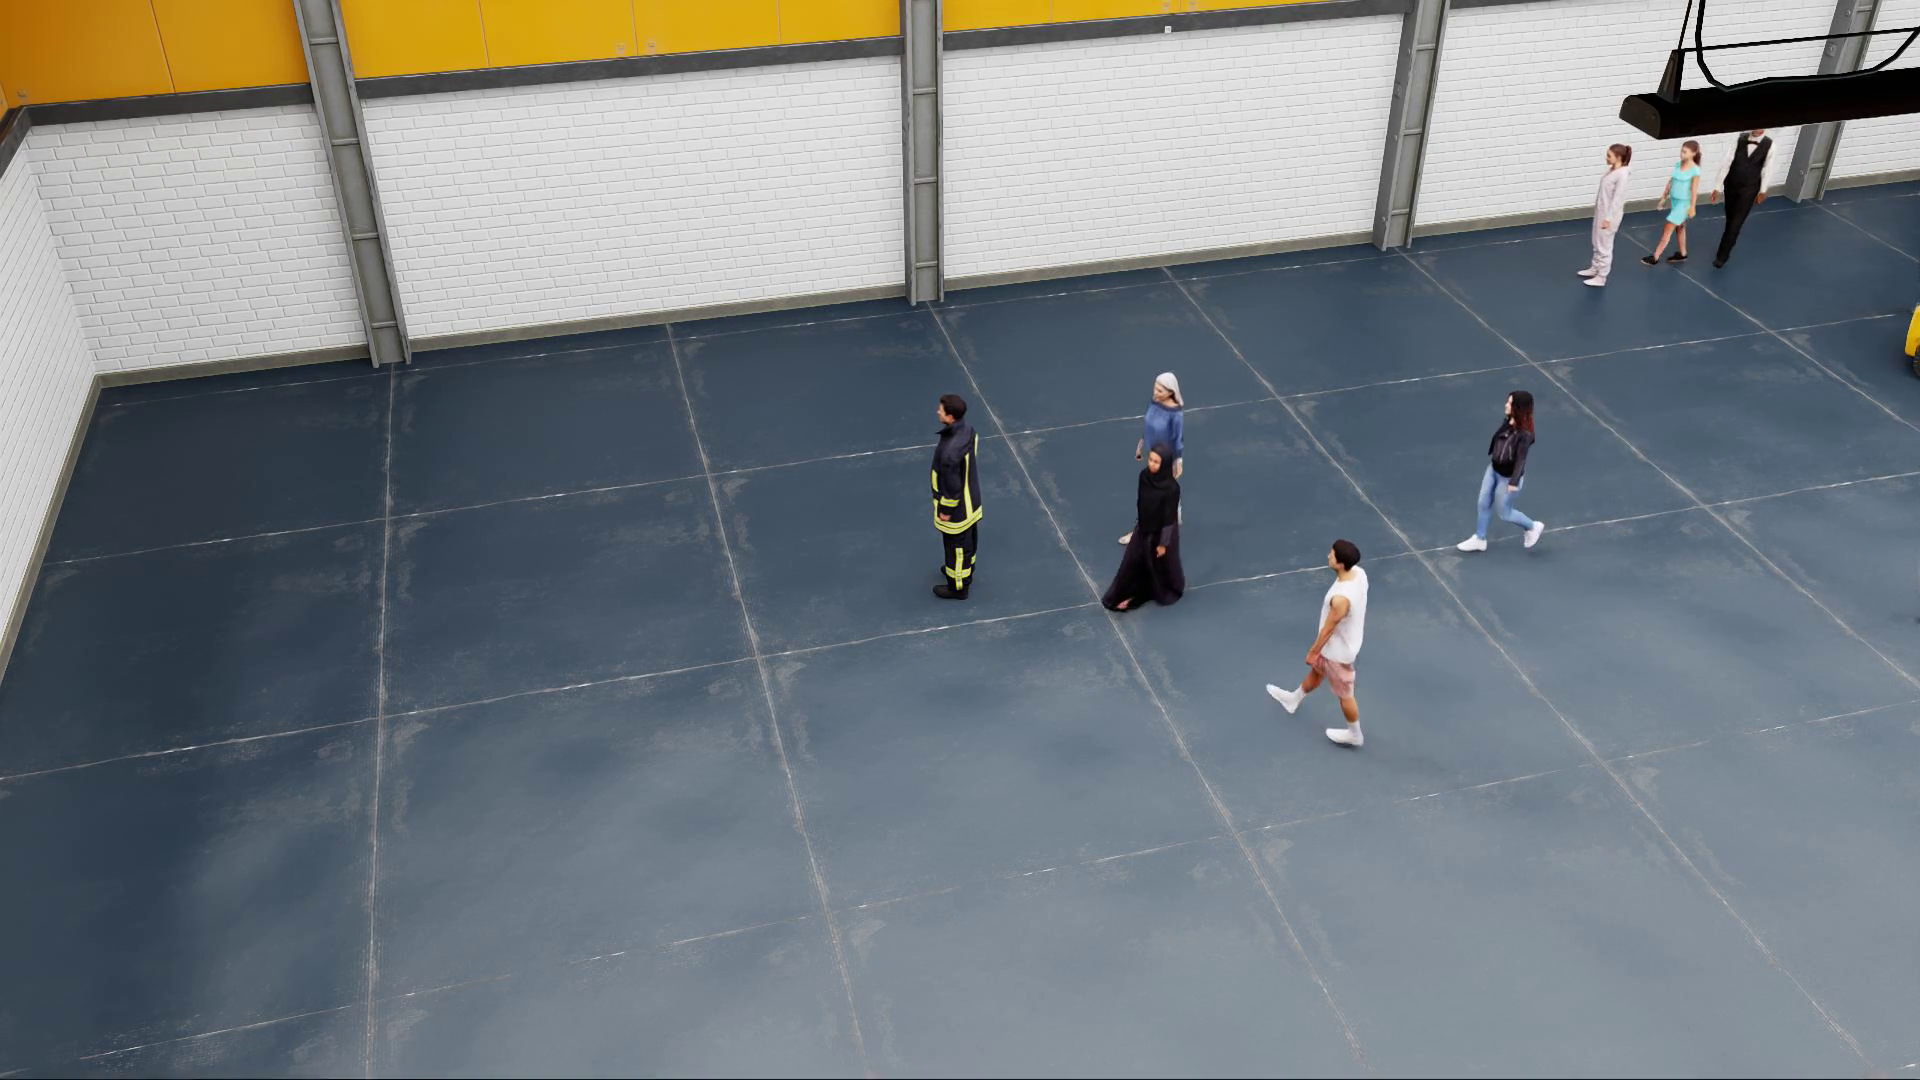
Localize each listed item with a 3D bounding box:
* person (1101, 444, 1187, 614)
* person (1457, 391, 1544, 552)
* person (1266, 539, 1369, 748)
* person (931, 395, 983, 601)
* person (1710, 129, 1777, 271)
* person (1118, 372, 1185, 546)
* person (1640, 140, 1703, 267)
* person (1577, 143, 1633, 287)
[{"bbox_3d":[1.709,-0.120,13.942,1.177,1.606,0.933,-25,41,-33],"label":"person"},{"bbox_3d":[4.858,-0.565,14.606,0.987,1.612,0.742,-3,34,-4],"label":"person"},{"bbox_3d":[2.918,0.815,12.410,1.170,1.746,1.088,17,37,23],"label":"person"},{"bbox_3d":[-0.022,-0.378,14.040,0.880,1.927,0.893,8,35,12],"label":"person"},{"bbox_3d":[9.356,-4.210,19.876,1.168,1.850,1.388,26,41,33],"label":"person"},{"bbox_3d":[1.897,-0.760,14.848,1.018,1.669,0.743,-14,36,-20],"label":"person"},{"bbox_3d":[8.695,-4.025,19.889,0.923,1.526,0.566,-8,34,-12],"label":"person"},{"bbox_3d":[7.601,-3.820,19.435,0.677,1.688,0.699,1,34,2],"label":"person"}]
